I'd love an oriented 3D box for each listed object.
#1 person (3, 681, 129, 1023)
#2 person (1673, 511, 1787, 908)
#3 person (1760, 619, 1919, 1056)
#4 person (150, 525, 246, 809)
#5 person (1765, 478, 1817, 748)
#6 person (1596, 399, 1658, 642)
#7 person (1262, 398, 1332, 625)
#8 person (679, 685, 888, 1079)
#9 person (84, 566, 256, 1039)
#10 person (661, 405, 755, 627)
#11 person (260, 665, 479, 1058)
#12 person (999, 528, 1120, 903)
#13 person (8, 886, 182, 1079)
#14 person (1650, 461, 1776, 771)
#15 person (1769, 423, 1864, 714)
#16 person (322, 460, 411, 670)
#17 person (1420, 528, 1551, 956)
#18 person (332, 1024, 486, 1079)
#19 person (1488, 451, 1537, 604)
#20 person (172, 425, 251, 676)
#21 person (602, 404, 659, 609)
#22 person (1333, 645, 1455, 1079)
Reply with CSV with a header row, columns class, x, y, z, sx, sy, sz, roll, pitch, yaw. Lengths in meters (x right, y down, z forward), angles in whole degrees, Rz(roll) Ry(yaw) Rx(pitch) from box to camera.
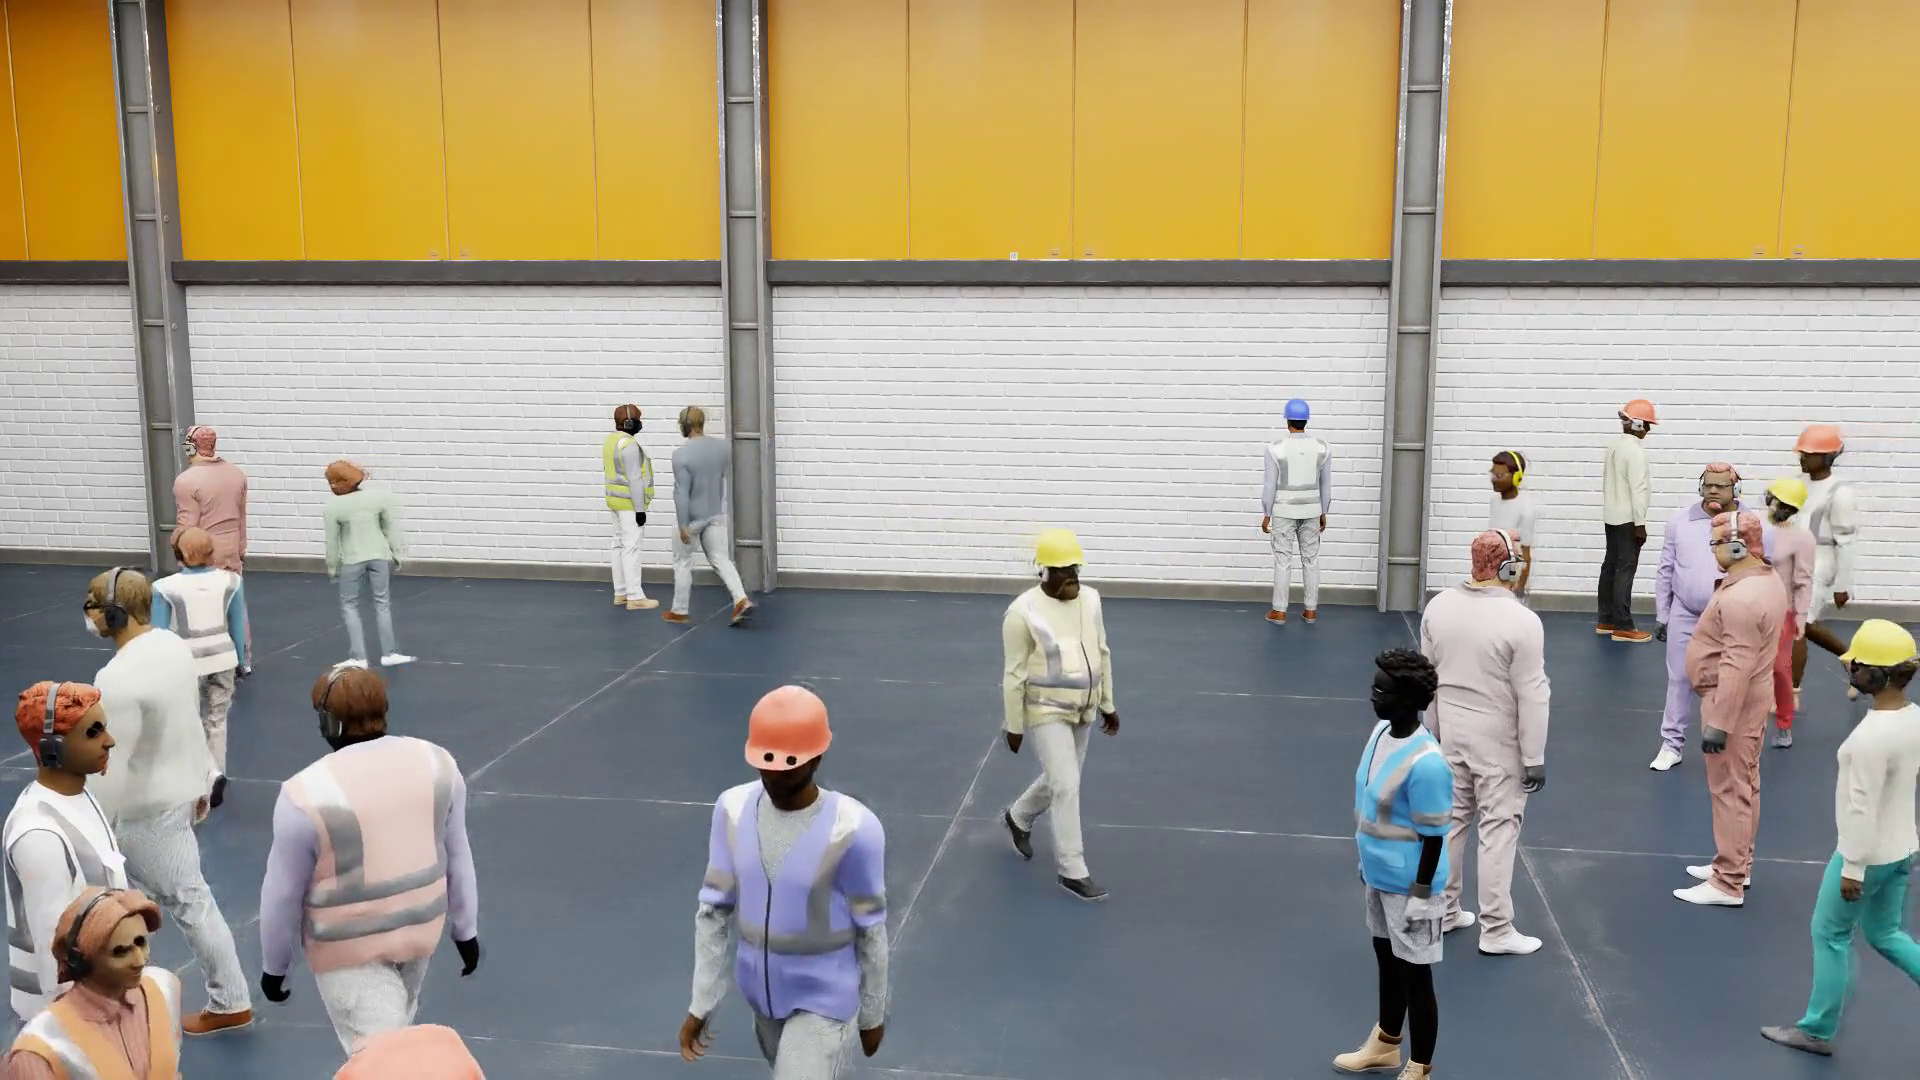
class,x,y,z,sx,sy,sz,roll,pitch,yaw
person,-2.529,1.327,4.795,0.347,1.882,0.584,-4,10,-22
person,3.684,0.803,7.977,0.407,1.902,0.638,6,11,34
person,3.485,1.162,6.231,0.535,1.741,0.725,-8,12,-40
person,-4.228,0.726,9.309,0.556,1.625,0.521,9,13,44
person,5.165,0.458,10.641,0.347,1.735,0.568,-8,12,-39
person,5.498,-0.166,13.686,0.392,1.986,0.611,0,9,-2
person,2.877,-0.241,14.259,0.605,1.951,0.381,-1,9,-8
person,-0.475,1.319,4.906,0.535,1.877,1.034,5,10,28
person,-3.275,1.044,6.499,0.985,1.892,0.664,-1,9,-7
person,-2.166,-0.196,14.107,0.916,1.914,0.633,7,12,38
person,-1.934,1.284,5.382,0.968,1.784,0.642,7,12,37
person,0.457,0.813,8.231,0.594,1.801,0.835,-9,13,-42
person,-1.970,1.606,3.953,0.870,1.604,0.536,3,10,18
person,4.486,0.478,9.964,0.641,1.909,0.409,6,11,34
person,5.908,0.200,11.353,0.836,2.016,0.622,0,9,0
person,-4.534,0.179,12.722,0.618,1.611,0.311,-7,11,-36
person,2.359,0.889,7.424,0.409,1.907,0.651,-6,11,-31
person,-0.809,1.681,2.518,0.574,1.914,0.422,9,13,44
person,3.625,0.319,11.113,0.397,1.851,0.551,-2,9,-13
person,-5.532,0.108,12.247,0.401,1.906,0.651,3,10,17
person,-2.967,-0.302,14.972,0.429,1.845,0.621,-6,11,-32
person,1.591,1.218,6.038,0.321,1.697,0.530,-1,9,-8
